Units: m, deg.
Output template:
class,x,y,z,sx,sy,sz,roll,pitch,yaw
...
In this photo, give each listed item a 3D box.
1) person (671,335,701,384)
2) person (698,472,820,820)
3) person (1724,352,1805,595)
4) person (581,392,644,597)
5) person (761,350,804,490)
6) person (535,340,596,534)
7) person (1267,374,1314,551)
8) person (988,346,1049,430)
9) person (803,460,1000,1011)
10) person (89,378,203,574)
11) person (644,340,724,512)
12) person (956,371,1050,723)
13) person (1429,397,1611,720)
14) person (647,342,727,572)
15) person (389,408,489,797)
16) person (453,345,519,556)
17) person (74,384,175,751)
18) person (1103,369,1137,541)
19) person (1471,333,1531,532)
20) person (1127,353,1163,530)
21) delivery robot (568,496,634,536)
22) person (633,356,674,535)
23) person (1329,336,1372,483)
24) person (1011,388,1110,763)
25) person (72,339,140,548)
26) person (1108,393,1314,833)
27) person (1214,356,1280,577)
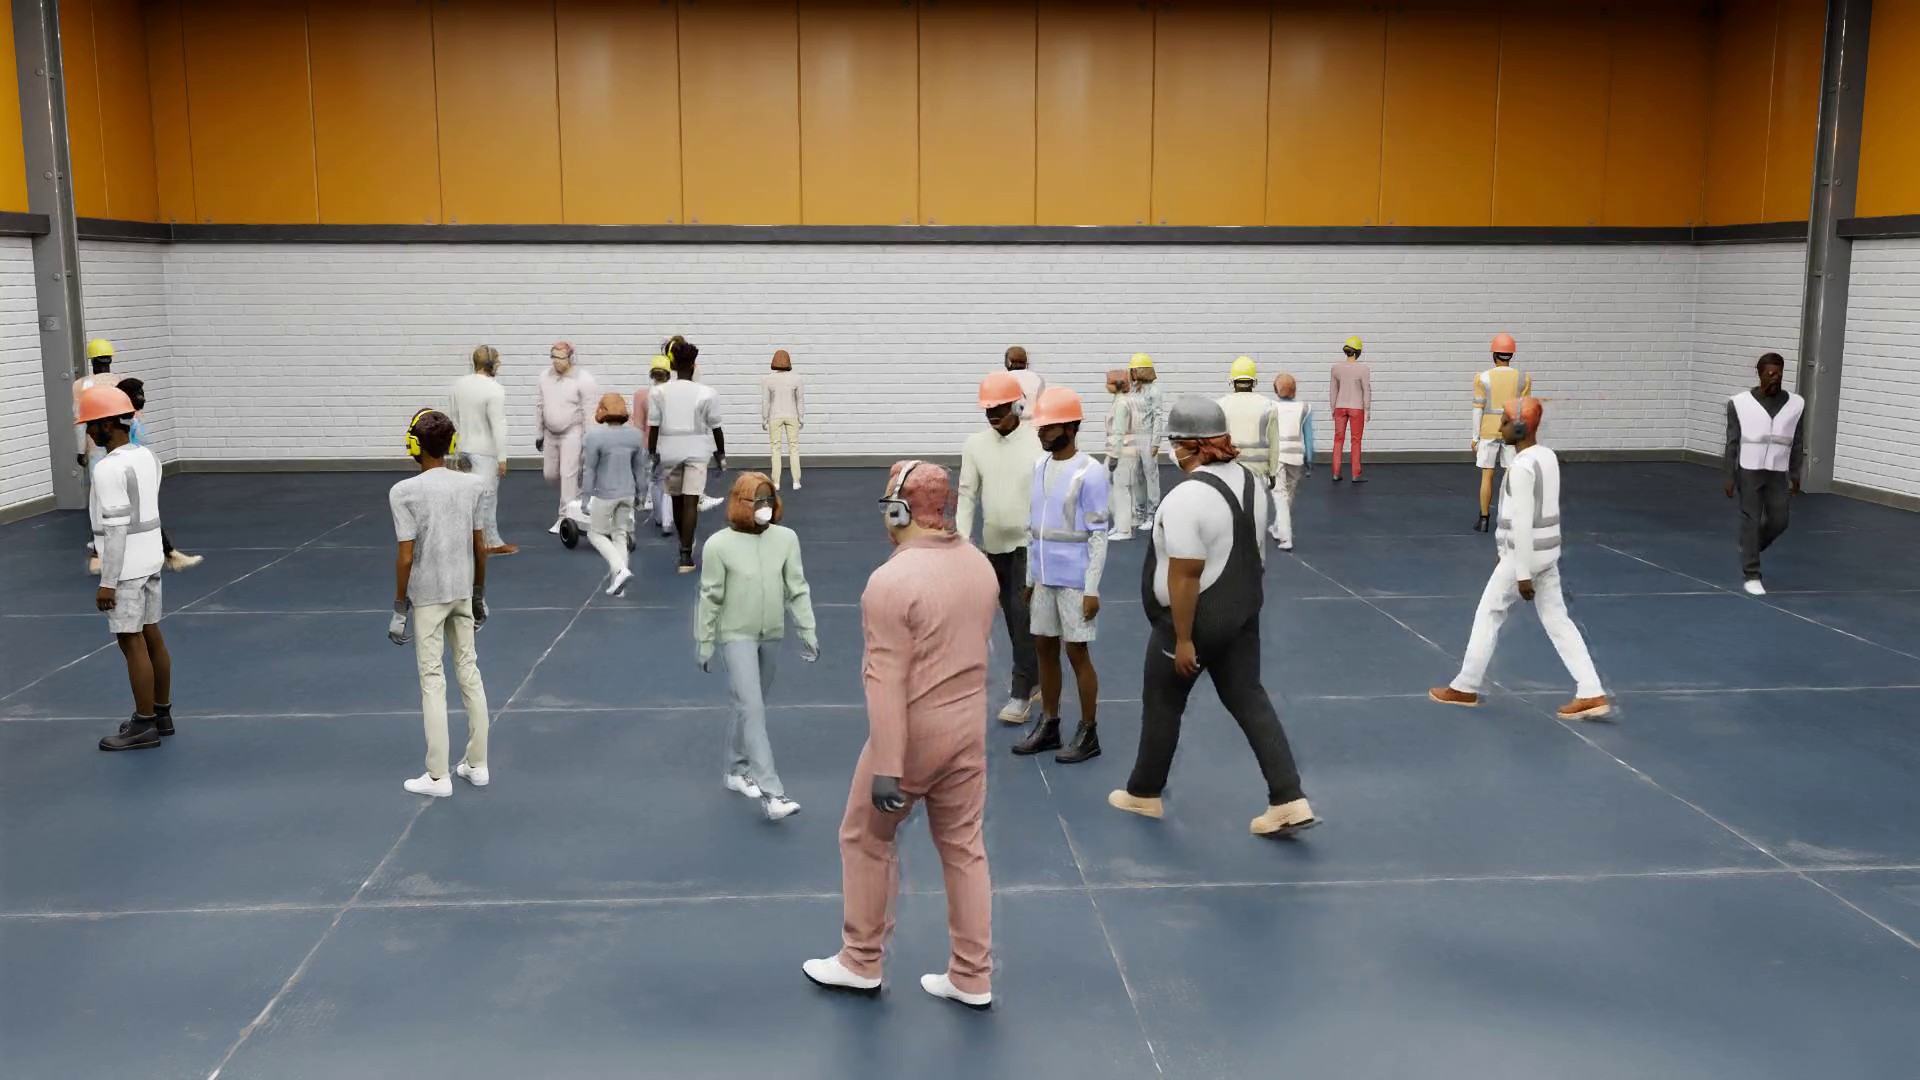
class,x,y,z,sx,sy,sz,roll,pitch,yaw
person,-3.175,-1.450,19.199,0.524,1.803,0.904,3,10,18
person,-0.902,0.485,7.707,0.520,1.591,0.847,-8,12,-40
person,6.329,-0.535,13.154,0.608,1.902,0.533,1,9,4
person,-2.667,-0.335,12.791,0.549,1.609,0.430,-8,12,-42
person,-2.063,-1.395,19.385,0.499,1.634,0.279,-2,9,-11
person,-3.819,-1.018,16.247,0.677,1.878,0.607,5,10,27
person,2.953,-0.728,15.305,0.538,1.585,0.851,-1,9,-8
person,0.531,-0.962,16.080,0.636,1.821,0.569,-3,10,-19
person,-0.212,0.661,5.708,0.796,1.878,0.669,7,11,38
person,-6.877,-0.526,13.872,0.890,1.643,0.543,-4,10,-24
person,-2.946,-1.195,17.587,0.986,1.816,0.512,2,9,12
person,0.262,0.035,9.392,0.618,1.952,0.873,5,10,29
person,3.229,0.103,9.406,1.014,1.837,0.569,8,12,42
person,-2.324,-0.730,14.299,0.637,1.915,0.974,1,9,4
person,-2.511,0.299,8.015,0.329,1.872,0.511,7,12,39
person,-4.251,-0.746,14.501,0.664,1.907,0.823,8,12,42
person,-4.414,0.146,8.780,0.369,1.933,0.543,-1,9,-4
person,1.464,-0.791,15.617,0.391,1.619,0.543,0,9,2
person,5.240,-1.033,16.153,0.545,1.942,0.352,1,9,8
person,1.786,-0.972,16.392,0.322,1.742,0.493,-6,11,-32
delivery robot,-3.270,-0.230,15.156,0.477,0.478,0.707,-8,12,-40
person,-2.886,-0.924,16.176,0.555,1.715,0.908,-1,9,-5
person,4.725,-1.575,20.111,0.532,1.768,0.311,7,11,38
person,0.519,0.192,8.552,0.451,1.932,0.571,-7,11,-38
person,-7.822,-0.880,15.262,0.381,1.921,0.585,6,11,35
person,1.147,0.306,7.437,0.688,2.000,1.015,-9,12,-43
person,2.331,-0.593,13.718,0.590,1.837,0.404,1,9,6
